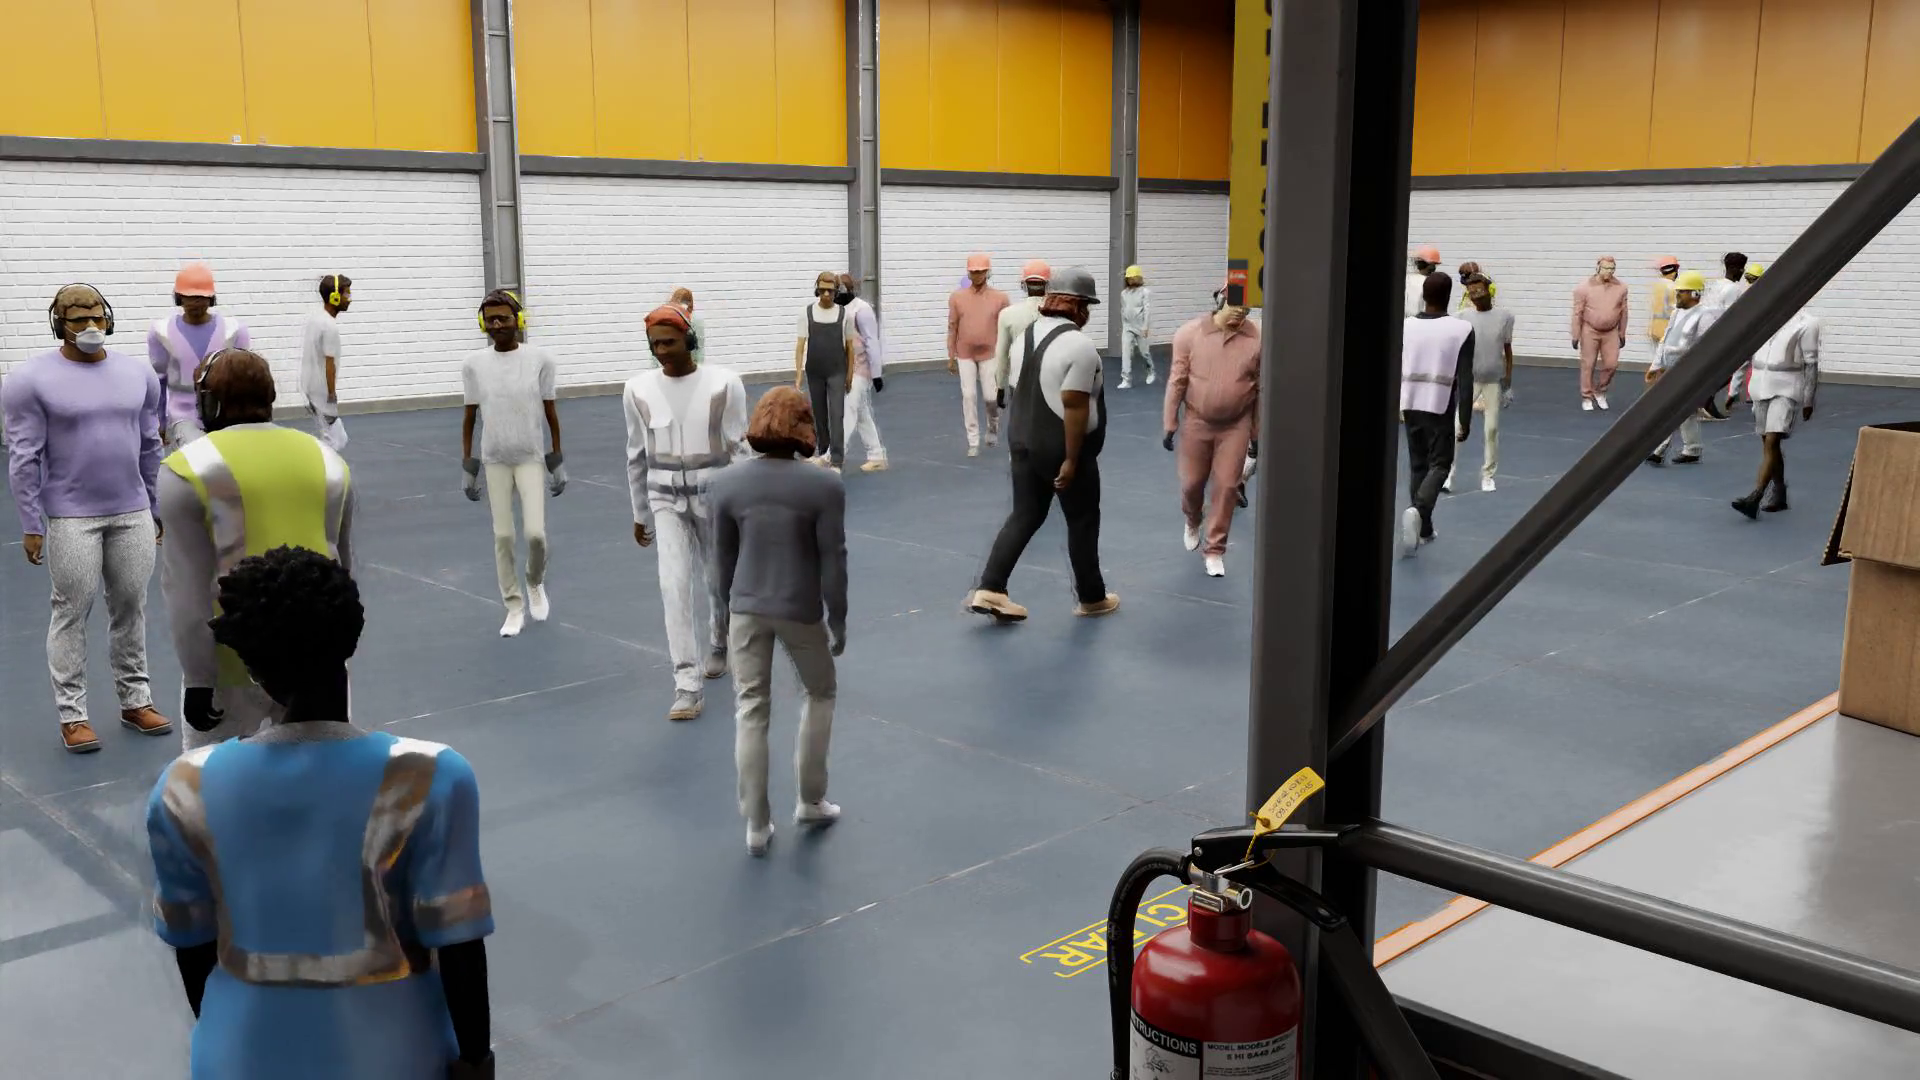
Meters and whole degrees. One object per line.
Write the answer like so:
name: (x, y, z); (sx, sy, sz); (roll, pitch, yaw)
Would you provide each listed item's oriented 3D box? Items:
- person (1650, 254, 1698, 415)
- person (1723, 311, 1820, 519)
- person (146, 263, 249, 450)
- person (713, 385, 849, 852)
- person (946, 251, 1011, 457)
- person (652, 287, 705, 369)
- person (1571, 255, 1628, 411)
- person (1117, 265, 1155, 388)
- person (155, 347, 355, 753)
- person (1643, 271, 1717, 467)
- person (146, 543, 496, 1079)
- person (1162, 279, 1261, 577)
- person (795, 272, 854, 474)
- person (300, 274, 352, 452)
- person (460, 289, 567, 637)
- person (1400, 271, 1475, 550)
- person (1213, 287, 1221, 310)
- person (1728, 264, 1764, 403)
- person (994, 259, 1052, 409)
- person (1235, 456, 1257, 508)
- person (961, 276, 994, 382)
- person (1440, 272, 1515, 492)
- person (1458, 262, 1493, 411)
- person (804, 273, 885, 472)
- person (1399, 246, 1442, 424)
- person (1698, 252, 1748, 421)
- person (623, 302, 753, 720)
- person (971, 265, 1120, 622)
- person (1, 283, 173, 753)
person: (8.532, -2.434, 19.815); (0.666, 1.897, 0.570); (-1, 10, -6)
person: (6.120, -1.109, 12.605); (0.985, 1.885, 0.555); (-7, 12, -33)
person: (-4.918, -0.807, 10.796); (0.601, 1.976, 1.064); (-5, 12, -26)
person: (-0.626, 0.263, 5.856); (0.524, 1.605, 0.571); (2, 11, 12)
person: (0.179, -1.802, 16.141); (0.620, 1.978, 0.532); (1, 10, 7)
person: (-2.858, -1.753, 16.875); (0.567, 1.610, 0.308); (-1, 10, -4)
person: (7.764, -2.499, 20.190); (0.681, 1.884, 0.447); (1, 10, 4)
person: (2.496, -3.004, 23.404); (0.488, 1.718, 0.767); (7, 12, 32)
person: (-2.106, 0.337, 4.957); (0.832, 1.802, 0.639); (7, 13, 34)
person: (6.572, -1.569, 15.370); (0.783, 1.801, 0.600); (-1, 10, -3)
person: (-0.969, 0.817, 2.725); (0.563, 1.648, 0.834); (1, 10, 3)
person: (1.629, -0.735, 10.611); (0.703, 1.872, 0.691); (1, 10, 4)
person: (-1.179, -1.412, 14.484); (0.506, 1.800, 0.905); (0, 10, 2)
person: (-4.840, -1.103, 12.716); (0.450, 1.836, 0.553); (-7, 12, -32)
person: (-2.387, -0.407, 8.876); (0.546, 1.852, 0.415); (-1, 10, -6)
person: (3.164, -0.870, 11.291); (0.593, 1.892, 0.779); (7, 13, 34)
person: (2.471, -1.532, 15.566); (0.544, 1.647, 0.861); (3, 11, 16)
person: (10.089, -2.633, 21.252); (0.311, 1.768, 0.533); (-7, 12, -33)
person: (0.580, -1.236, 13.140); (0.628, 1.954, 1.003); (1, 10, 5)
person: (2.454, -1.097, 12.797); (0.778, 1.808, 0.588); (-3, 11, -18)
person: (0.290, -3.202, 24.188); (0.590, 1.822, 0.528); (9, 14, 42)
person: (4.306, -1.291, 13.807); (0.534, 1.836, 0.593); (4, 11, 19)
person: (6.225, -2.452, 20.147); (0.457, 1.813, 0.656); (1, 10, 7)
person: (-1.053, -1.468, 14.866); (0.914, 1.786, 0.664); (-6, 12, -31)
person: (5.310, -2.321, 18.905); (0.999, 1.993, 0.644); (-6, 12, -28)
person: (8.707, -2.319, 19.035); (0.501, 1.943, 0.615); (-1, 10, -4)
person: (-1.219, -0.174, 7.644); (0.615, 1.846, 0.950); (0, 10, 0)
person: (0.463, -0.554, 9.163); (0.922, 2.000, 0.685); (-8, 13, -38)
person: (-3.612, -0.098, 6.959); (0.353, 1.937, 0.635); (8, 13, 37)
